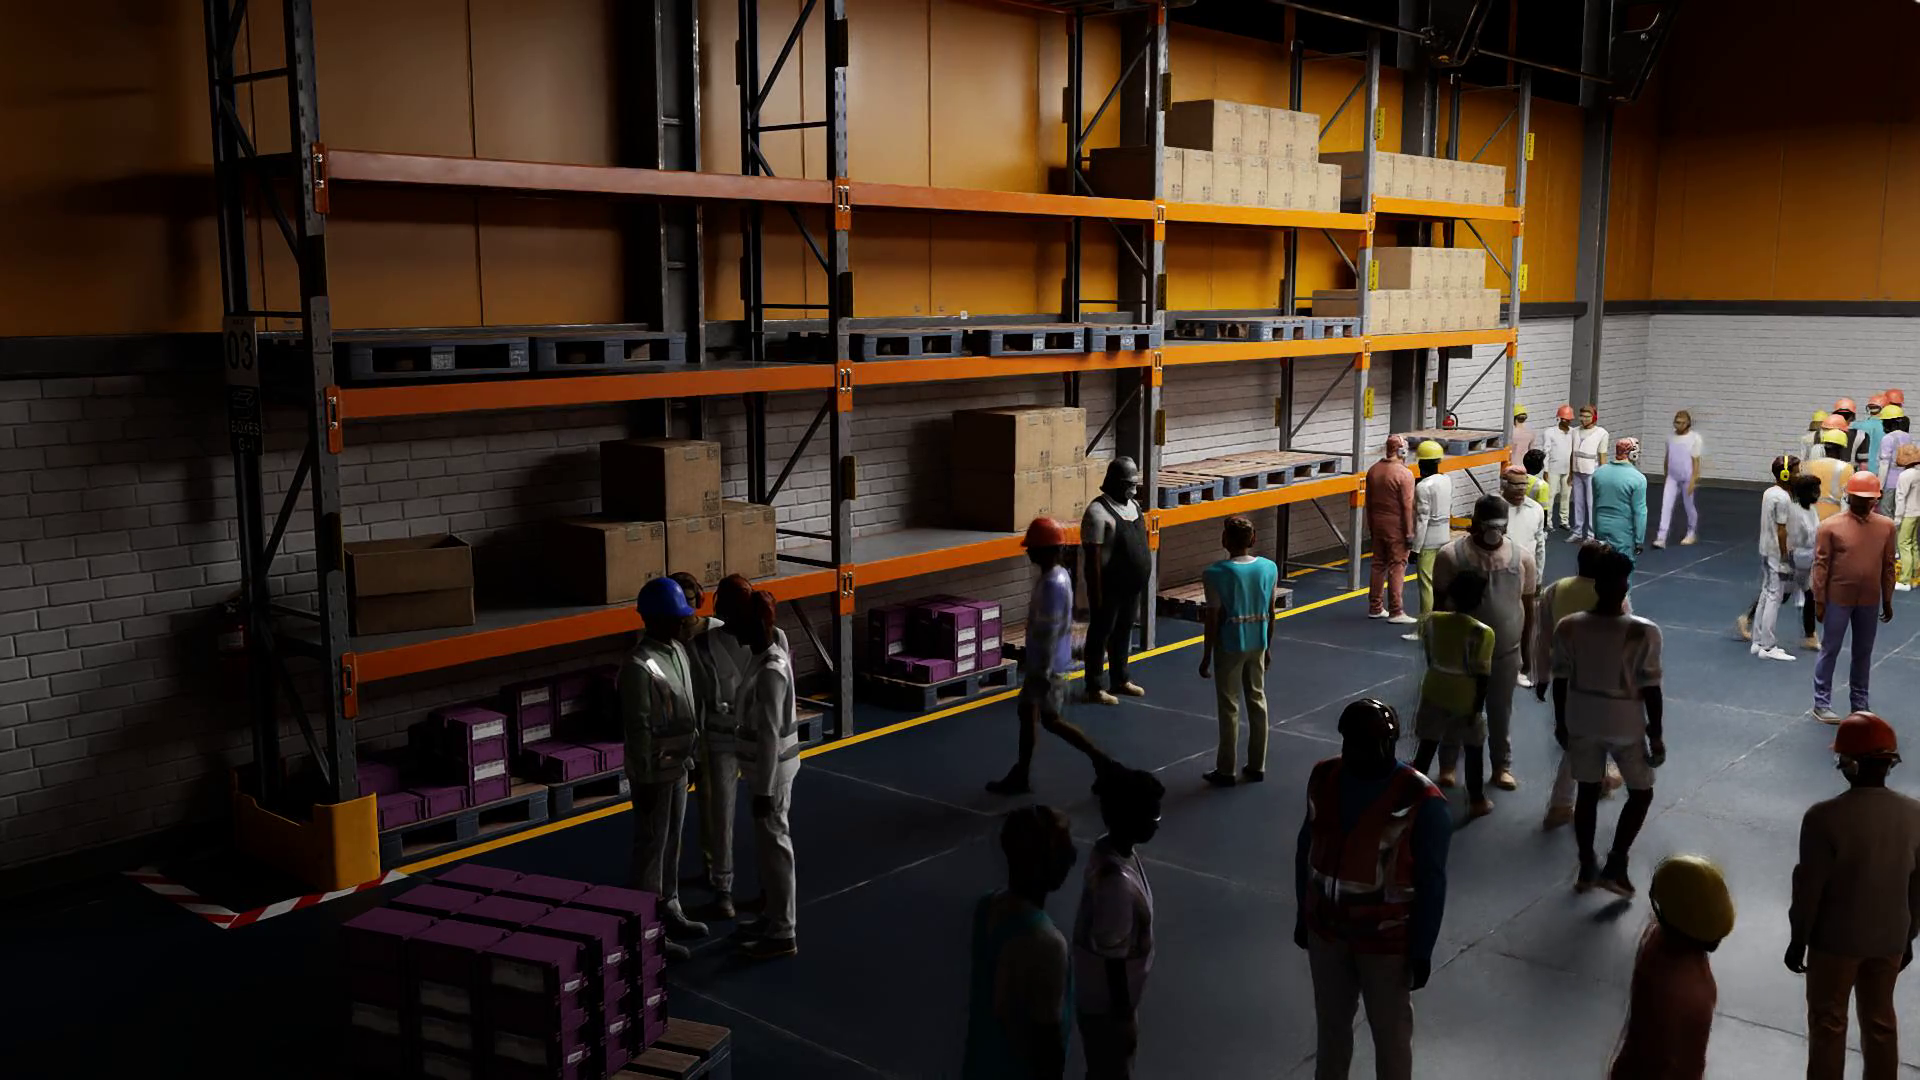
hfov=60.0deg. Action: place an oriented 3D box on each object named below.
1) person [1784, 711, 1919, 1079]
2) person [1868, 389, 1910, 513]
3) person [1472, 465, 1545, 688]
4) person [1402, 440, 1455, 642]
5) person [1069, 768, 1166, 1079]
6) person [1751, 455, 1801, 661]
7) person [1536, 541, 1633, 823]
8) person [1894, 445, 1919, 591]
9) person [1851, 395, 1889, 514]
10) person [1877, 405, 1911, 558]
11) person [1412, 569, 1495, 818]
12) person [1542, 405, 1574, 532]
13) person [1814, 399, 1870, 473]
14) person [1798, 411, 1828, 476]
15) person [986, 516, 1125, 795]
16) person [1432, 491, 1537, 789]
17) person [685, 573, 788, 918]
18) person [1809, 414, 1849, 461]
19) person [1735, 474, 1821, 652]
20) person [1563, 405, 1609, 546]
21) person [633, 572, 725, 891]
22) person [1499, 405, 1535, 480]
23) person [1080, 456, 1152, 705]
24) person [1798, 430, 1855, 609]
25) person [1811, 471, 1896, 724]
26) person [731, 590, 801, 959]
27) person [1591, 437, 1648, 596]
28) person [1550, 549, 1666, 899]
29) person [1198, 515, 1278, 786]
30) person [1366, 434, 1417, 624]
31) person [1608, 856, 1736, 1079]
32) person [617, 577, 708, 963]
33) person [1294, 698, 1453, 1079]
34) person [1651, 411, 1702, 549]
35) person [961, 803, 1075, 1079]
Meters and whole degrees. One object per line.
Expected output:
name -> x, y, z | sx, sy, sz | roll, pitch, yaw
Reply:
person -> 3.533, 1.541, 6.597 | 0.567, 1.743, 0.353 | -2, 9, -11
person -> 12.583, -1.061, 22.572 | 0.623, 1.989, 0.401 | -1, 9, -6
person -> 4.627, 0.314, 14.016 | 0.646, 1.901, 0.400 | -1, 9, -8
person -> 4.467, 0.013, 15.855 | 0.364, 1.929, 0.585 | 8, 12, 42
person -> 0.563, 1.652, 6.093 | 0.357, 1.678, 0.543 | 1, 9, 5
person -> 7.445, 0.155, 15.126 | 0.315, 1.870, 0.532 | 2, 9, 11
person -> 4.084, 0.888, 10.697 | 1.000, 1.782, 0.632 | -5, 10, -31
person -> 10.546, -0.250, 18.540 | 0.286, 1.625, 0.495 | 9, 12, 44
person -> 11.736, -0.871, 21.370 | 0.609, 1.985, 0.392 | 8, 12, 42
person -> 11.483, -0.708, 20.561 | 0.591, 1.915, 0.400 | -7, 11, -37
person -> 3.071, 0.999, 10.402 | 0.894, 1.650, 0.534 | -9, 12, -44
person -> 8.271, -0.982, 22.856 | 0.564, 1.745, 0.348 | -1, 9, -9
person -> 10.600, -0.688, 20.071 | 0.611, 2.030, 0.410 | 5, 10, 27
person -> 11.337, -0.844, 22.021 | 0.489, 1.731, 0.325 | 2, 9, 13
person -> 0.632, 0.781, 10.999 | 0.863, 1.906, 0.556 | 1, 9, 3
person -> 3.535, 0.675, 11.225 | 0.681, 2.000, 0.536 | 2, 9, 10
person -> -1.192, 1.104, 8.989 | 0.584, 1.879, 0.363 | -3, 9, -19
person -> 9.897, -0.471, 18.998 | 0.389, 1.925, 0.549 | 1, 9, 4
person -> 7.736, 0.194, 15.528 | 0.532, 1.666, 0.785 | -6, 11, -35
person -> 8.179, -0.842, 21.675 | 0.391, 1.837, 0.560 | -4, 10, -27
person -> -1.535, 1.071, 9.349 | 0.565, 1.836, 0.397 | -1, 9, -10
person -> 7.564, -0.956, 22.630 | 0.533, 1.767, 0.325 | -4, 10, -22
person -> 1.301, 0.314, 13.551 | 0.535, 2.000, 0.683 | 7, 11, 39
person -> 9.173, -0.215, 17.491 | 0.972, 1.871, 0.608 | -5, 10, -29
person -> 6.919, 0.448, 12.873 | 0.614, 1.987, 0.408 | 0, 9, 0
person -> -0.987, 1.180, 8.485 | 0.339, 1.881, 0.576 | -2, 9, -10
person -> 6.552, -0.070, 16.500 | 0.399, 1.900, 0.644 | -5, 10, -27
person -> 3.606, 1.021, 9.246 | 0.652, 1.957, 0.466 | 8, 12, 43
person -> 1.897, 0.757, 11.315 | 0.563, 1.847, 0.394 | -4, 10, -22
person -> 4.369, -0.112, 16.735 | 0.407, 1.905, 0.653 | -4, 10, -25
person -> 2.220, 1.761, 5.257 | 0.366, 1.718, 0.696 | 5, 10, 28
person -> -1.516, 1.149, 8.466 | 0.389, 1.948, 0.609 | 2, 9, 10
person -> 1.554, 1.515, 6.449 | 0.429, 1.843, 0.633 | -9, 12, -44
person -> 9.292, -0.780, 21.442 | 0.992, 1.797, 0.500 | -8, 12, -42
person -> 0.149, 1.723, 5.114 | 0.481, 1.836, 0.559 | -4, 10, -23
